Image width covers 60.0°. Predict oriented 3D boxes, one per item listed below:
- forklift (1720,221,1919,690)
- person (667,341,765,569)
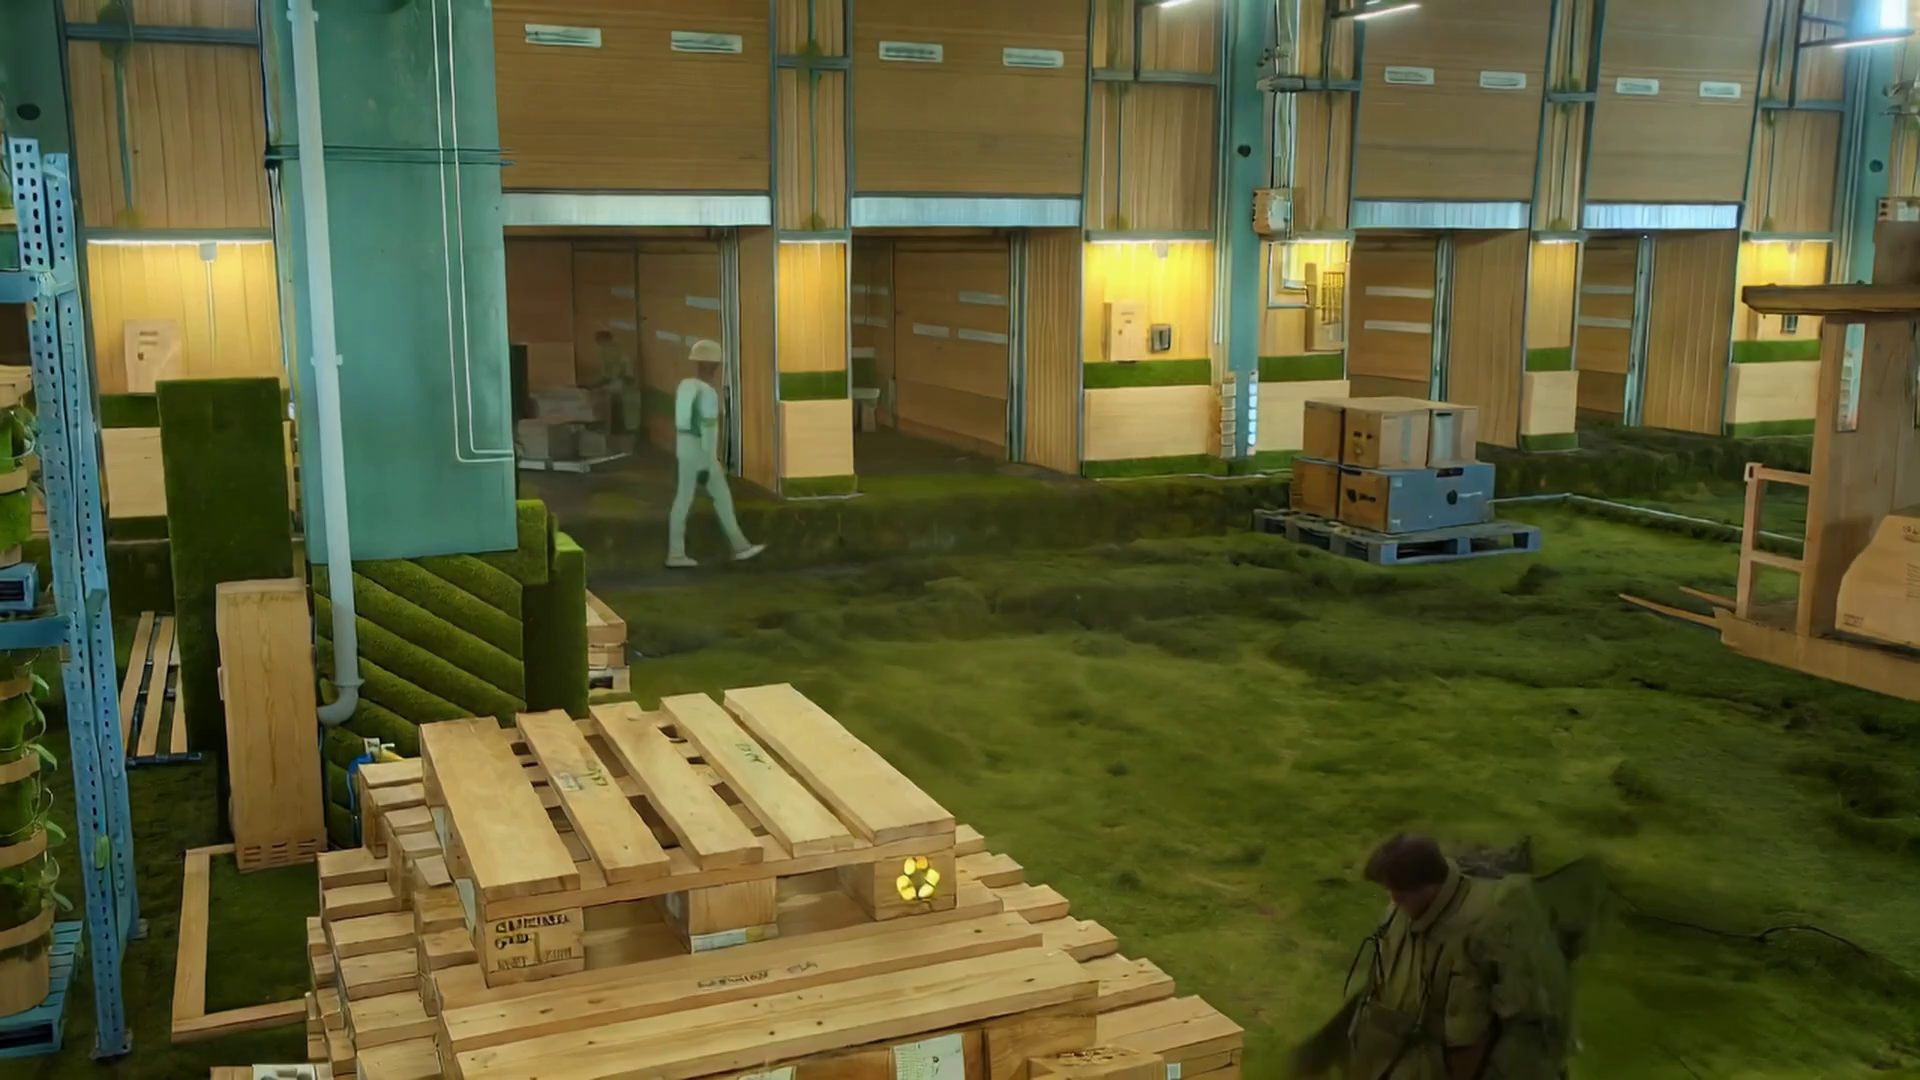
[{"bbox_3d":[5.949,-0.550,10.218,1.129,2.768,1.873,-4,11,-23],"label":"forklift"},{"bbox_3d":[-2.077,-0.711,13.875,0.949,1.880,0.594,-9,14,-41],"label":"person"}]
